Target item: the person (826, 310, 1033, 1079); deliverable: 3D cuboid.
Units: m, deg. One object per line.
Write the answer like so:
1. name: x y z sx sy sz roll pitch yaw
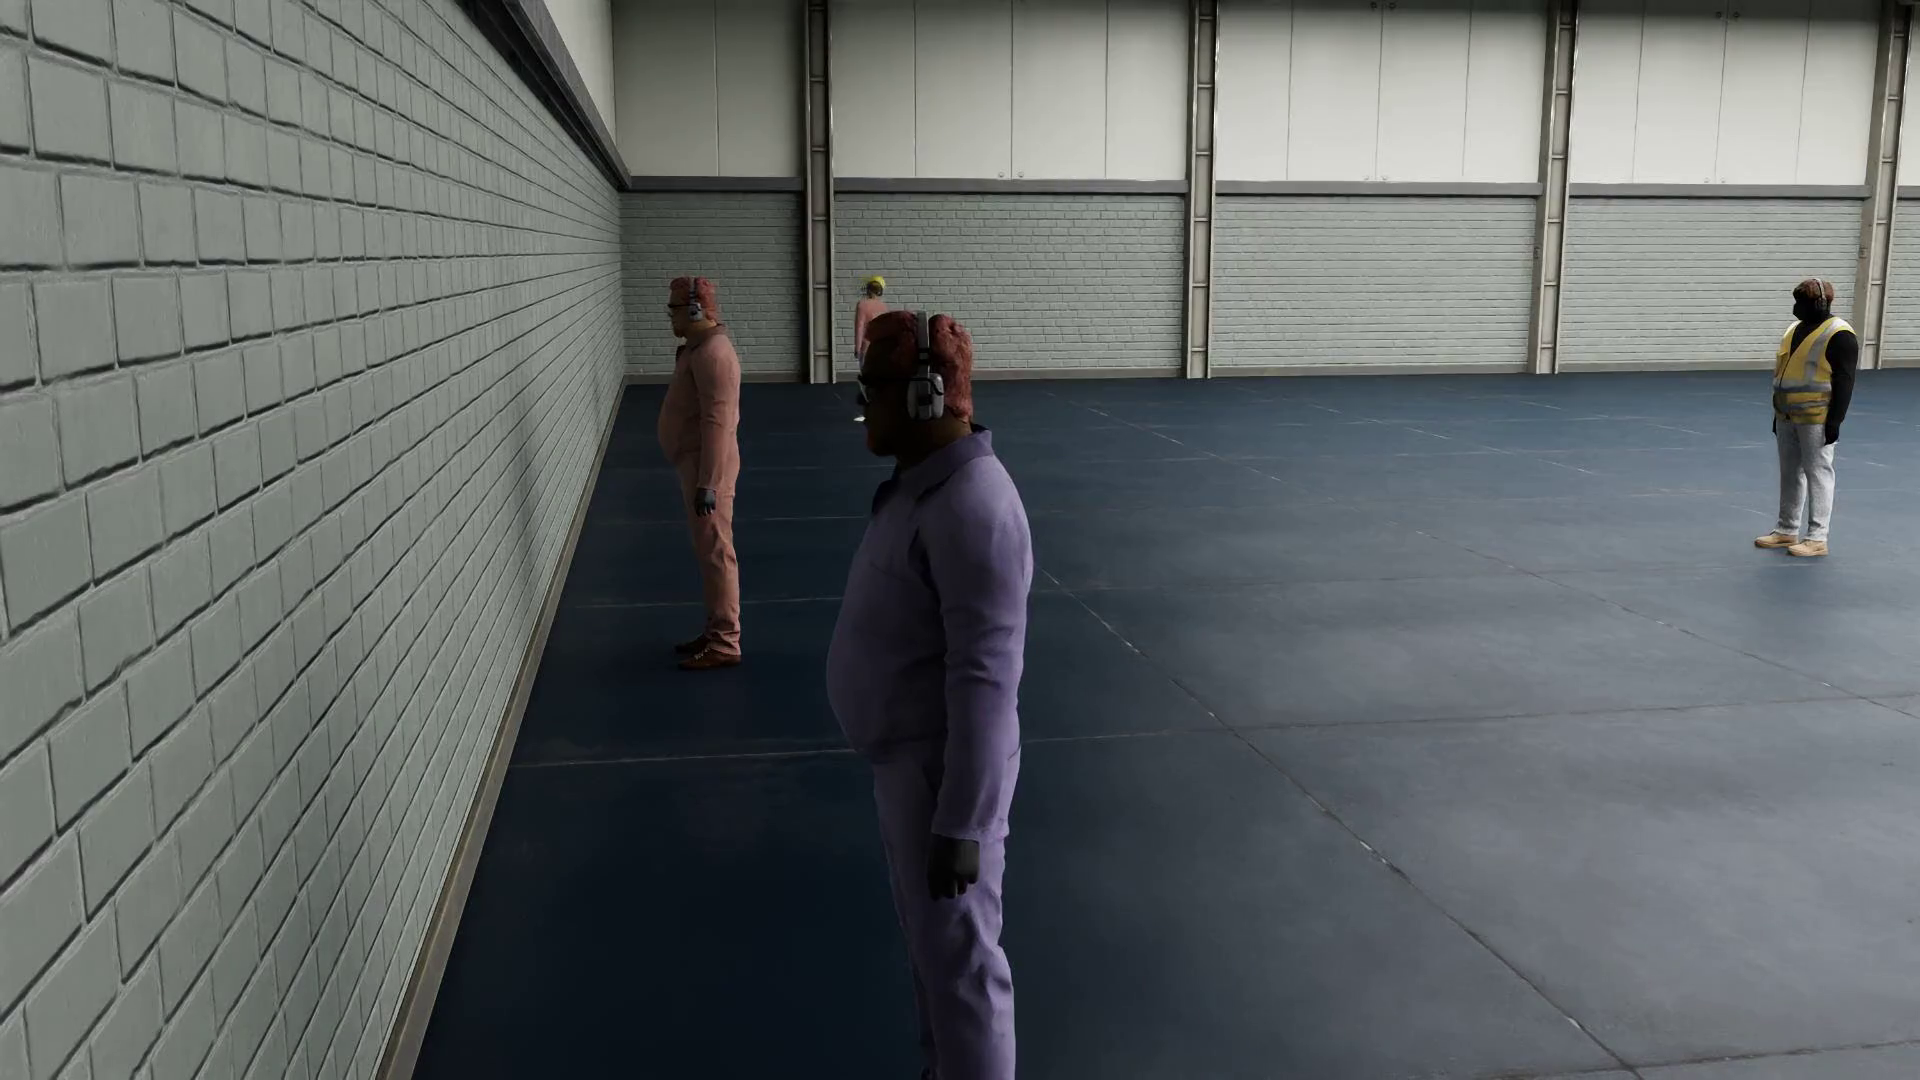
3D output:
1. person: -0.074 0.484 3.443 0.402 1.906 0.652 -2 10 -10

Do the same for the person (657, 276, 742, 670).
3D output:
1. person: -1.264 -0.324 8.103 0.402 1.904 0.652 -2 10 -10

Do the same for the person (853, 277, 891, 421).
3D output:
1. person: -1.076 -2.283 19.926 0.331 1.721 0.634 9 13 42

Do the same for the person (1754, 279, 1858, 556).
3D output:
1. person: 5.651 -0.817 11.120 0.429 1.841 0.634 -2 10 -10

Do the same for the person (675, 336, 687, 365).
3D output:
1. person: -2.504 -1.522 15.882 0.604 1.605 0.349 8 13 39
